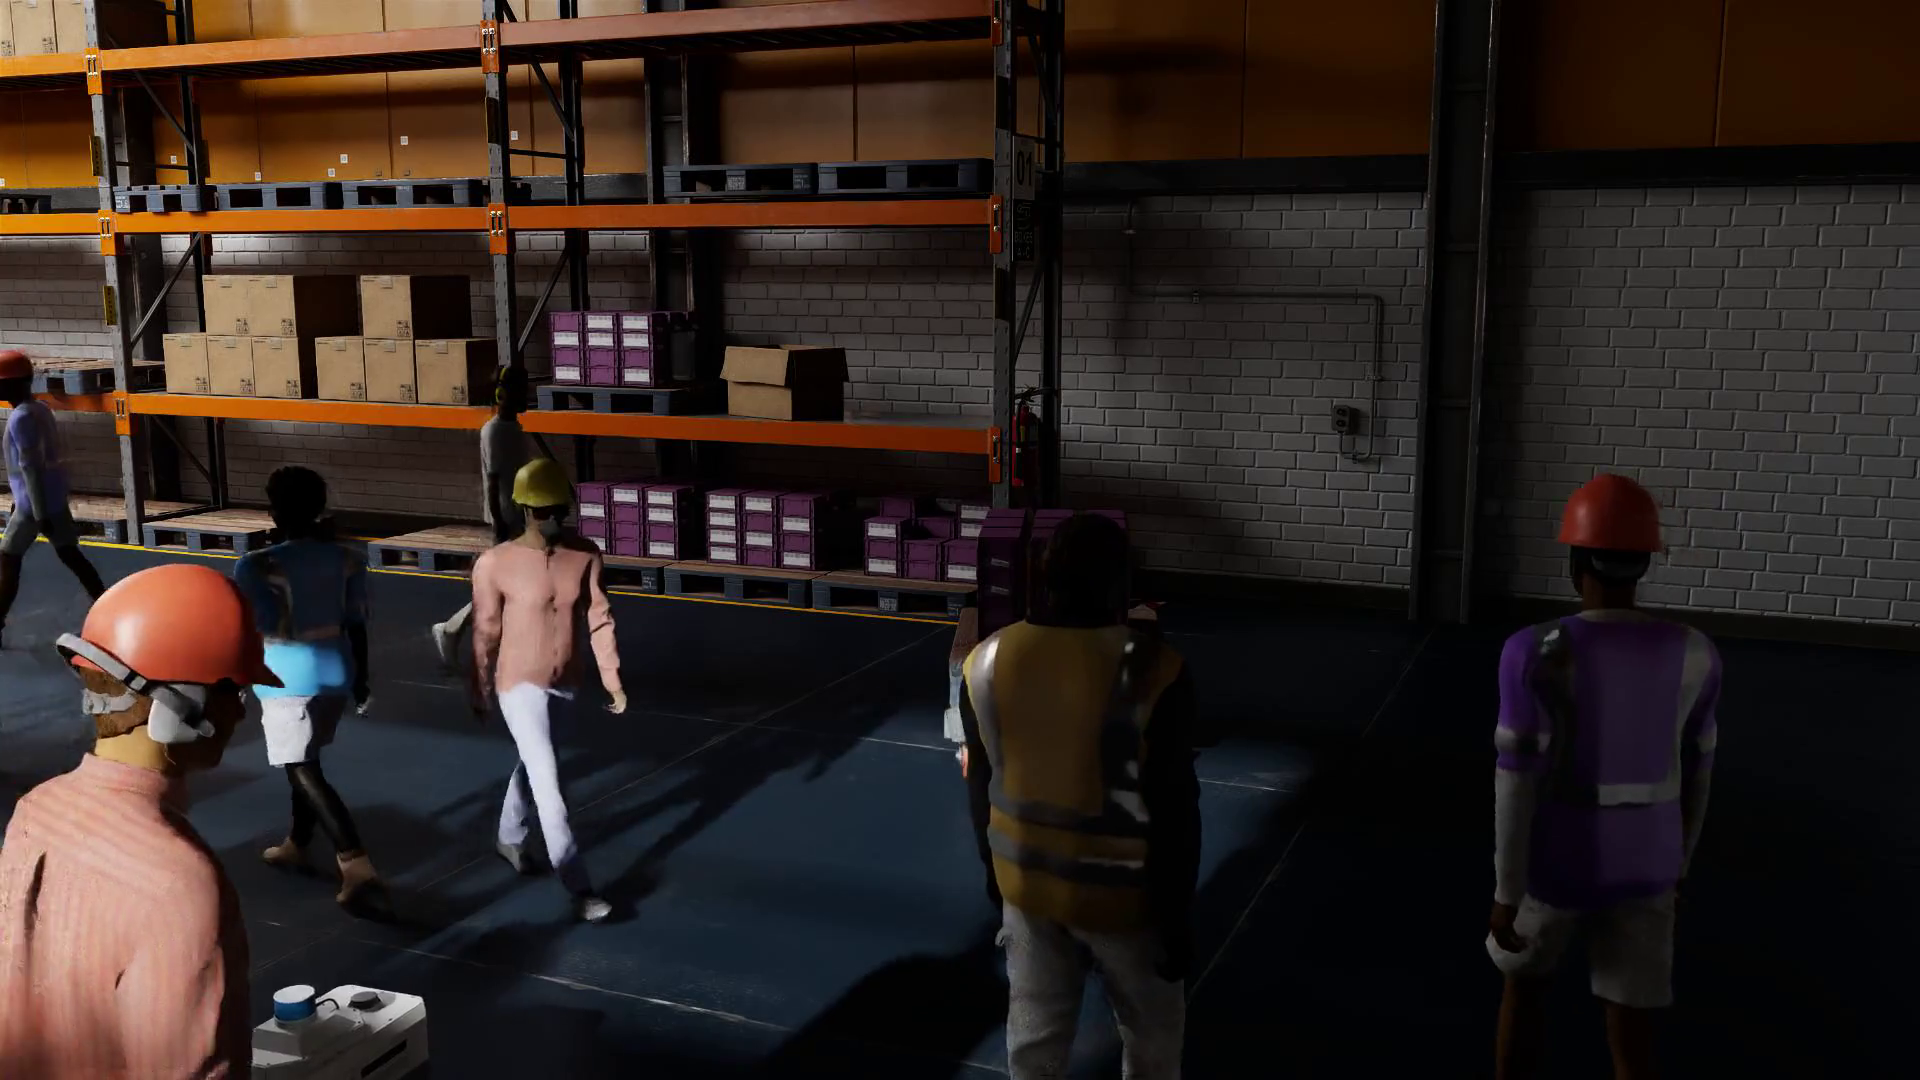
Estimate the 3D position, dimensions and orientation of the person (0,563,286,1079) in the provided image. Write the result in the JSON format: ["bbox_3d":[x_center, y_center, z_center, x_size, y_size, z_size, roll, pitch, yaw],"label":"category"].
[{"bbox_3d":[-1.227,1.009,2.657,0.650,1.953,0.739,8,12,38],"label":"person"}]

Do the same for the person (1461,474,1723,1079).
[{"bbox_3d":[1.570,0.777,4.228,0.562,1.898,0.906,0,9,1],"label":"person"}]

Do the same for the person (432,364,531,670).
[{"bbox_3d":[-2.668,-0.103,9.681,0.785,1.847,0.526,1,10,4],"label":"person"}]

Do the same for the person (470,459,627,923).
[{"bbox_3d":[-1.575,0.530,6.291,0.967,1.704,0.522,9,13,43],"label":"person"}]

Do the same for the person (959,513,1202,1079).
[{"bbox_3d":[0.355,0.829,4.138,0.660,1.824,0.684,6,11,31],"label":"person"}]

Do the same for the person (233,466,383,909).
[{"bbox_3d":[-2.462,0.548,6.334,0.849,1.658,0.528,6,11,31],"label":"person"}]

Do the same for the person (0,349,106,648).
[{"bbox_3d":[-5.827,-0.250,10.459,0.985,1.889,0.553,-2,10,-10],"label":"person"}]

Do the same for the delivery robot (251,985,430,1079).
[{"bbox_3d":[-1.700,1.393,4.289,0.477,0.478,0.707,3,10,19],"label":"delivery robot"}]
